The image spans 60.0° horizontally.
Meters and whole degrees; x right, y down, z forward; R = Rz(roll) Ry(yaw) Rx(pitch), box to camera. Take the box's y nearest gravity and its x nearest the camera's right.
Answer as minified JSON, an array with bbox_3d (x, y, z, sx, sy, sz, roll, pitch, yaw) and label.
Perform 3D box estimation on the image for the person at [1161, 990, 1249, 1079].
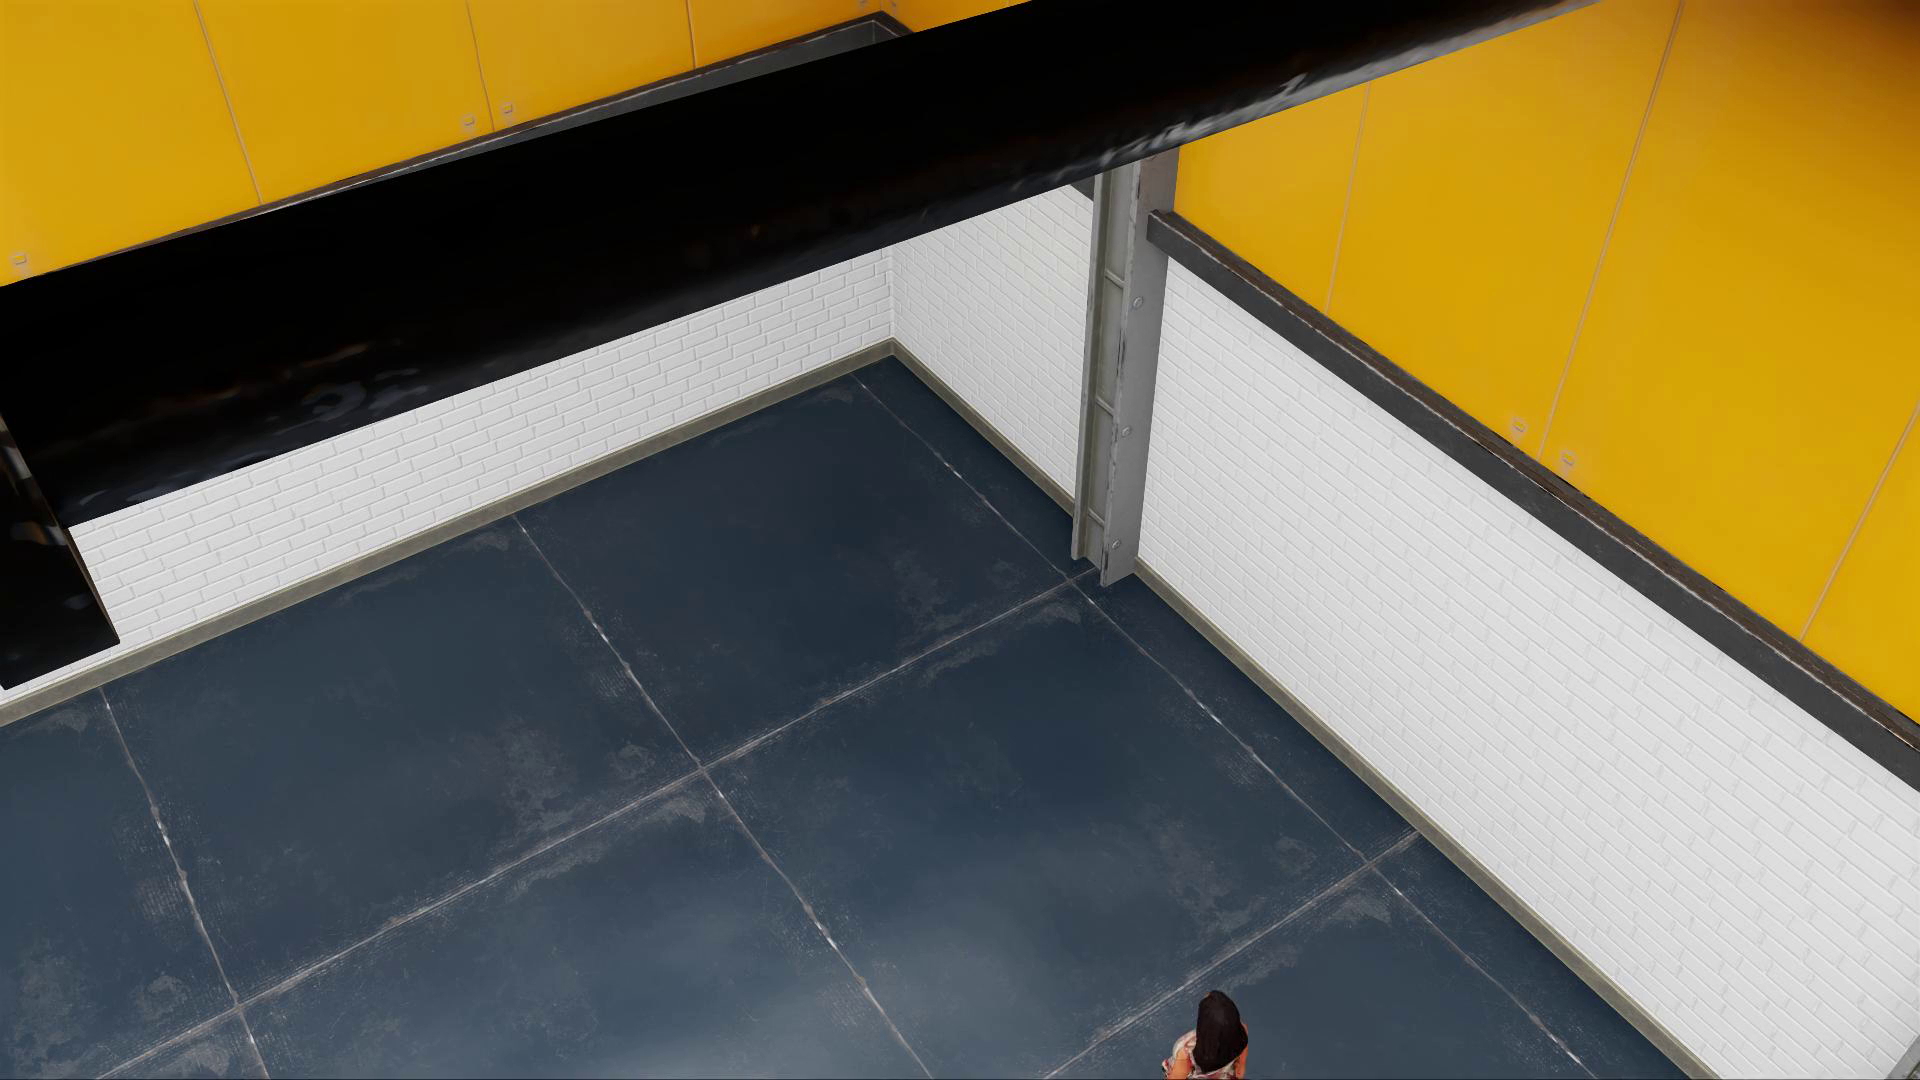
[{"bbox_3d":[1.229,2.810,8.181,0.629,1.606,1.118,-27,50,-26],"label":"person"}]
